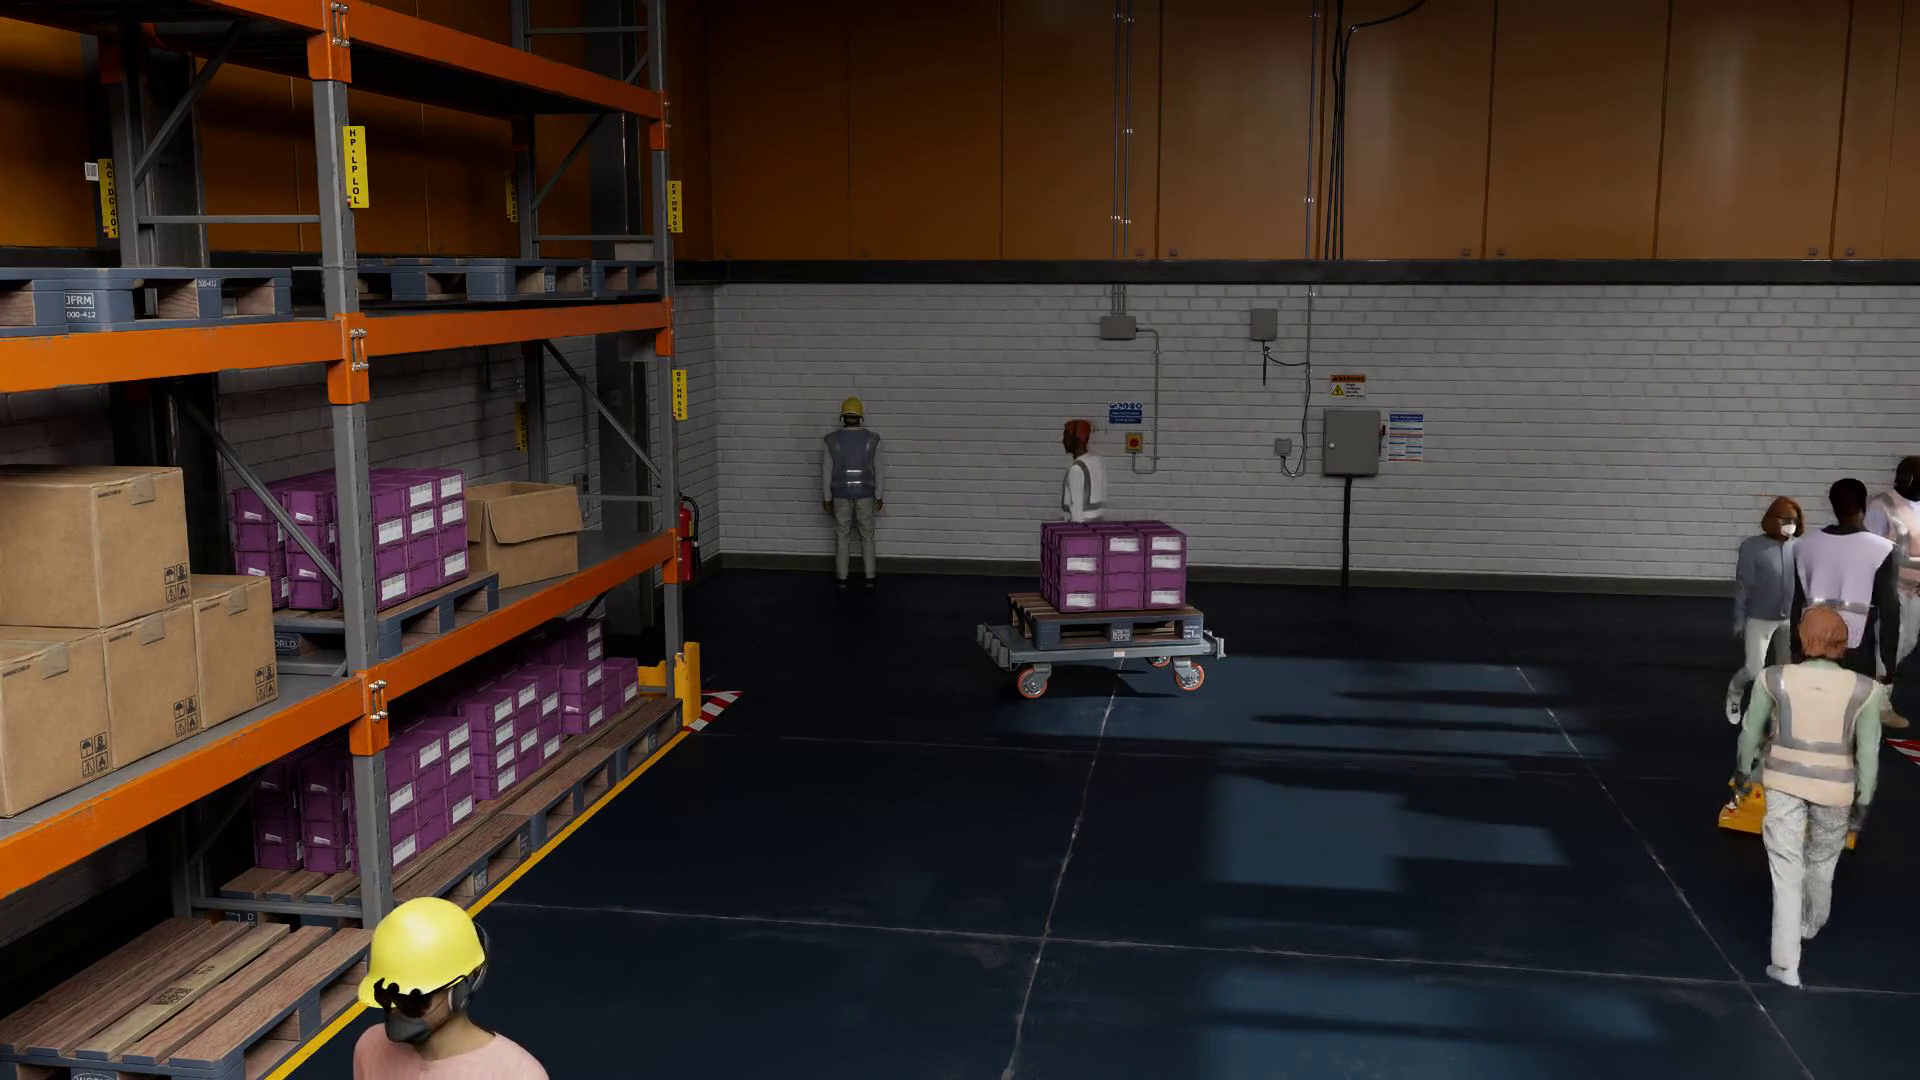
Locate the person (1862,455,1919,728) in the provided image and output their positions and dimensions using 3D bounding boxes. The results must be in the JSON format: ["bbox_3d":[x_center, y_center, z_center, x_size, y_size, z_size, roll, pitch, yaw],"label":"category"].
[{"bbox_3d":[6.315,0.320,11.222,0.641,1.812,0.633,-4,10,-23],"label":"person"}]

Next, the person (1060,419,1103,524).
[{"bbox_3d":[1.002,-0.068,13.519,0.931,1.851,0.585,5,11,29],"label":"person"}]

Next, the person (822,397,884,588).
[{"bbox_3d":[-1.025,-0.451,15.918,0.596,1.831,0.403,-1,9,-7],"label":"person"}]

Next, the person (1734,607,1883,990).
[{"bbox_3d":[3.657,1.074,7.213,0.538,1.591,0.860,4,10,23],"label":"person"}]

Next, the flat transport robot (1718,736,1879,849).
[{"bbox_3d":[4.743,1.392,9.355,0.652,0.197,1.431,6,11,33],"label":"flat transport robot"}]

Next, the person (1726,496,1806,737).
[{"bbox_3d":[5.205,0.505,10.688,0.510,1.620,0.538,0,9,1],"label":"person"}]

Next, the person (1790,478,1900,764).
[{"bbox_3d":[4.921,0.597,9.346,0.747,1.874,0.635,-6,11,-32],"label":"person"}]

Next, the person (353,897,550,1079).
[{"bbox_3d":[-1.080,1.594,3.518,0.533,1.765,0.330,4,10,23],"label":"person"}]
